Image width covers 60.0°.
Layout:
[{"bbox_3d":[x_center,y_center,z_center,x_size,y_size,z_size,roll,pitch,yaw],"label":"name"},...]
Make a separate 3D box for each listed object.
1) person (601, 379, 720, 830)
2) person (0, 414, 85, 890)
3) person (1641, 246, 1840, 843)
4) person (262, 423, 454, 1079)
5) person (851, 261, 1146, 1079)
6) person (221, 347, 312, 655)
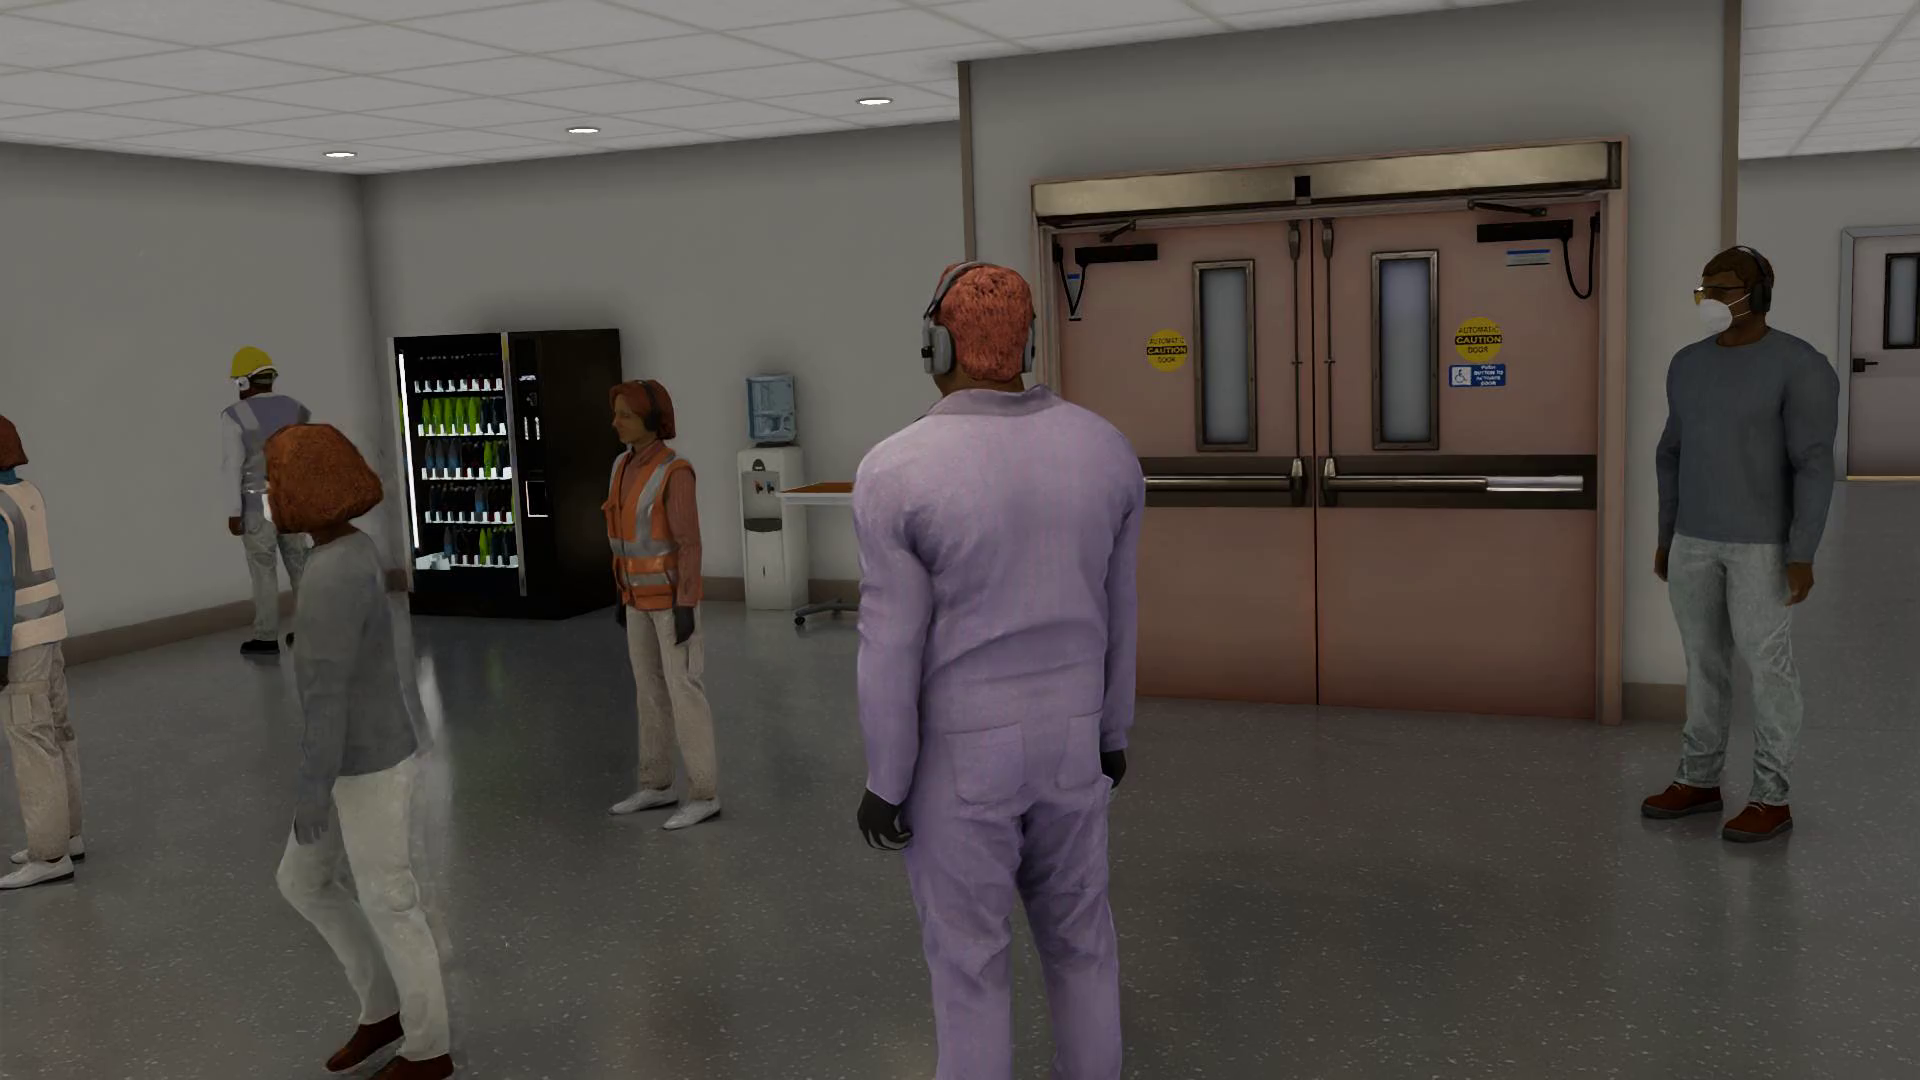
[{"bbox_3d":[-1.104,0.231,6.087,0.311,1.639,0.522,-8,10,-39],"label":"person"},{"bbox_3d":[-3.233,0.366,5.701,0.314,1.639,0.514,-4,8,-14],"label":"person"},{"bbox_3d":[2.557,0.012,5.486,0.371,1.941,0.627,-6,8,-26],"label":"person"},{"bbox_3d":[-1.442,0.536,3.902,0.430,1.619,0.500,-5,8,-22],"label":"person"},{"bbox_3d":[0.068,0.409,3.327,0.642,1.909,0.410,-7,9,-31],"label":"person"},{"bbox_3d":[-4.109,-0.232,9.888,0.403,1.825,0.600,2,9,33],"label":"person"}]
